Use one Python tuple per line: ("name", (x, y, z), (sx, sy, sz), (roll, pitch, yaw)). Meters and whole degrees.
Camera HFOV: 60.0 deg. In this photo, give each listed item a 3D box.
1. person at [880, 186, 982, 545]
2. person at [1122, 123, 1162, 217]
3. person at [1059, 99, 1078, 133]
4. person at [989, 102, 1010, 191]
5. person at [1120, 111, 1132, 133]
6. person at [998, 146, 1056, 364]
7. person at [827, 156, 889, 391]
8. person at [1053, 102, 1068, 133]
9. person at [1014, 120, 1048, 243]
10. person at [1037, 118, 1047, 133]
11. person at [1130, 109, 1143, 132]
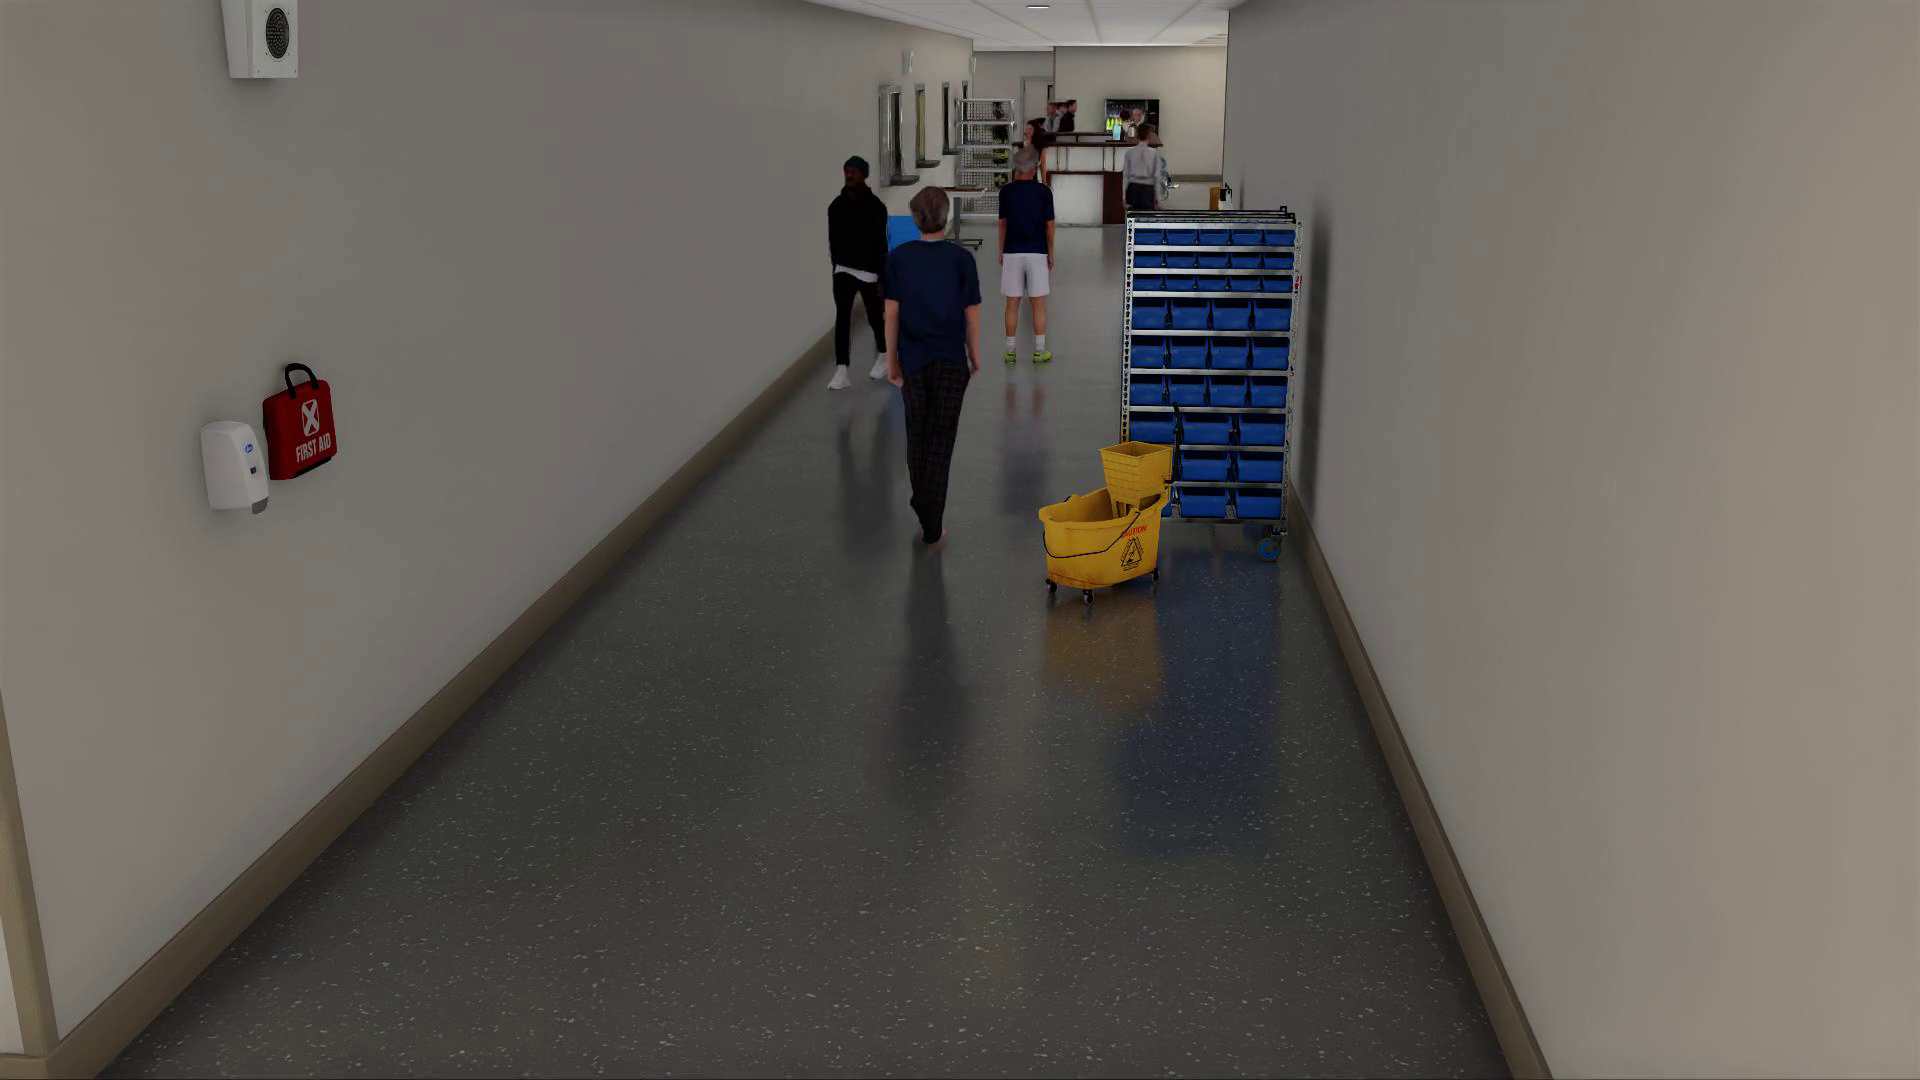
("person", (-0.160, -0.879, 8.712), (0.938, 1.838, 0.792), (3, 16, 12))
("person", (2.308, -4.392, 21.244), (0.906, 1.800, 0.747), (2, 16, 8))
("person", (2.053, -7.903, 33.530), (0.781, 1.891, 0.723), (4, 16, 13))
("person", (0.883, -8.053, 34.032), (0.724, 1.908, 0.796), (2, 16, 6))
("person", (3.493, -8.148, 34.874), (1.055, 1.634, 0.962), (-7, 17, -23))
("person", (0.565, -2.459, 14.320), (0.493, 1.838, 0.704), (2, 16, 8))
("person", (-0.751, -2.091, 13.123), (1.205, 1.778, 0.952), (6, 17, 19))
("person", (2.123, -8.170, 34.574), (0.765, 1.839, 0.766), (12, 20, 36))
("person", (1.010, -4.848, 22.938), (1.149, 1.759, 1.017), (10, 18, 31))
("person", (2.168, -10.719, 44.679), (0.630, 1.222, 0.565), (-14, 21, -40))
("person", (3.480, -7.856, 33.704), (0.781, 1.707, 0.740), (8, 18, 26))
